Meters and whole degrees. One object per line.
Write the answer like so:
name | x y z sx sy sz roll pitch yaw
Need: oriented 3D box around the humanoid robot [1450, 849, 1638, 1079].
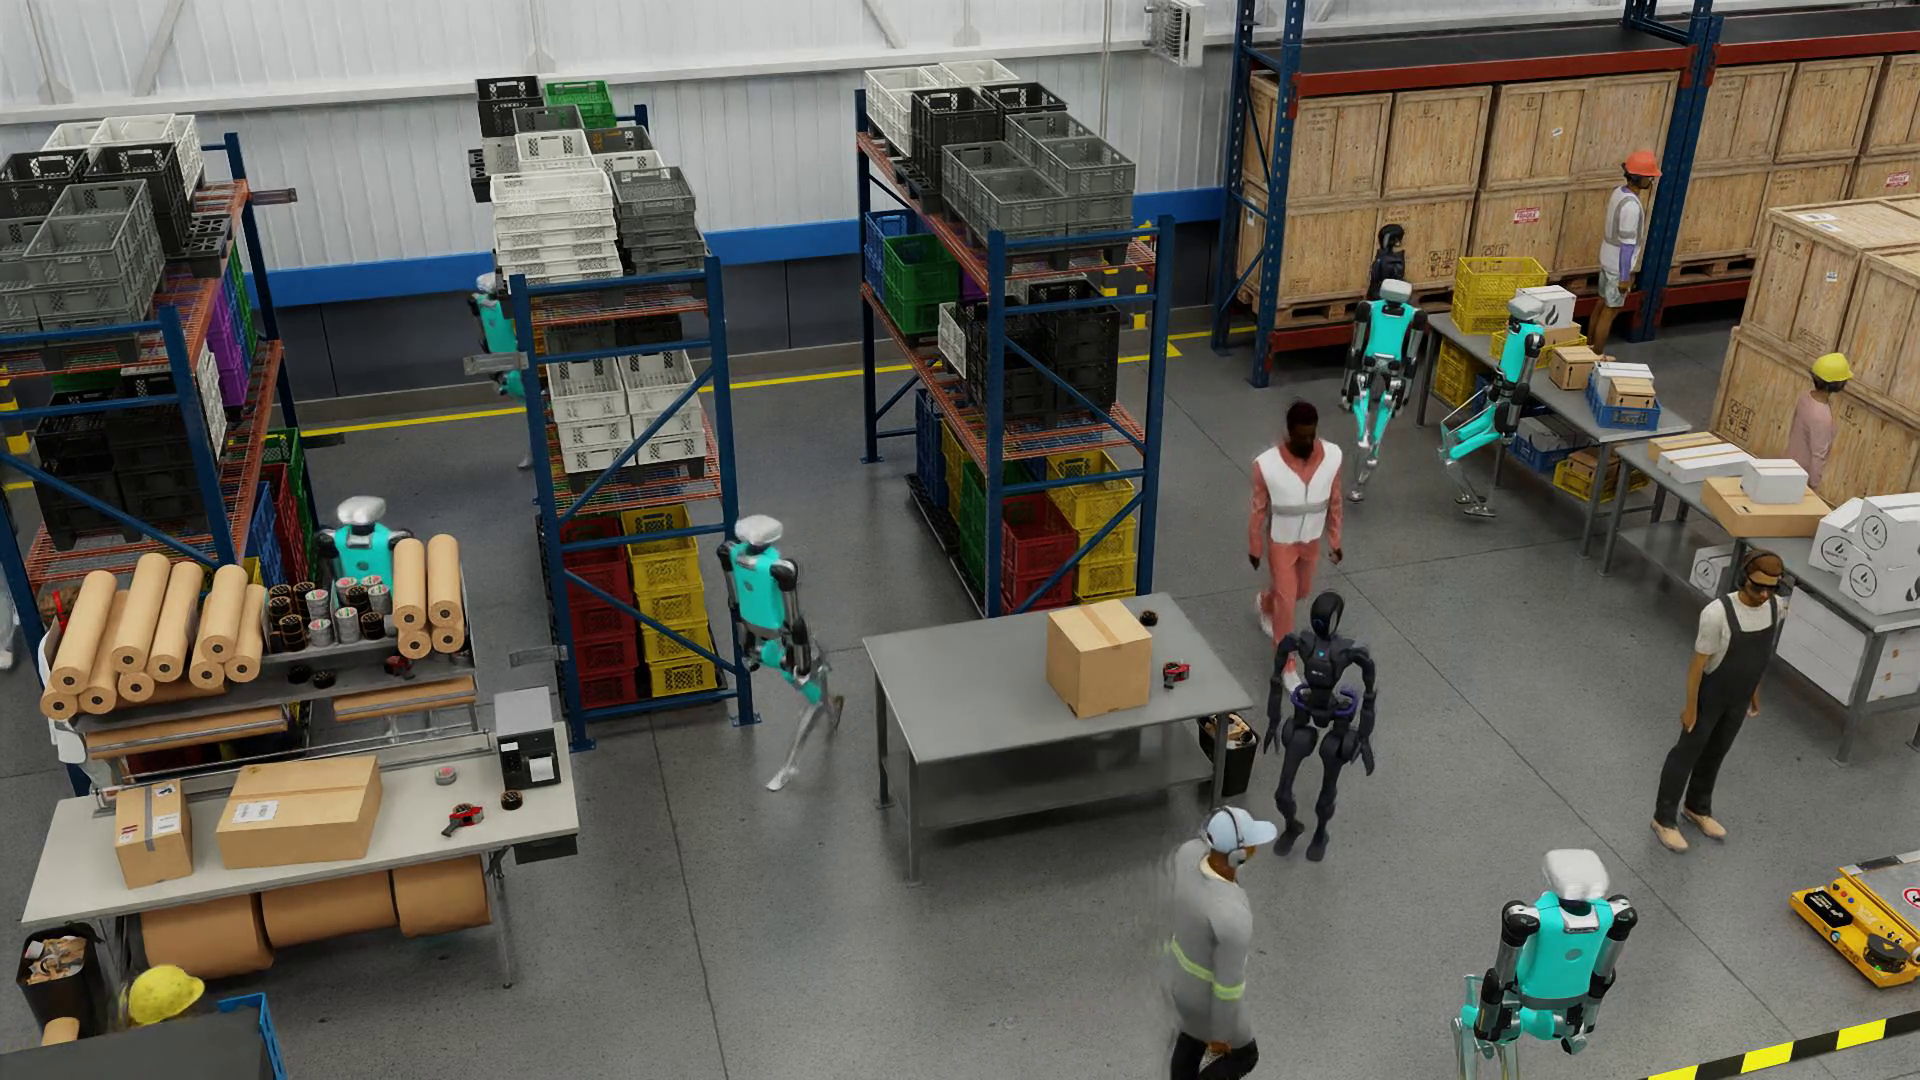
humanoid robot | 2.379 1.889 7.066 0.533 1.671 0.735 -3 29 -5

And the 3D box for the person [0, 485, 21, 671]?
person | -6.390 -0.078 10.715 0.514 1.791 1.050 -10 30 -18

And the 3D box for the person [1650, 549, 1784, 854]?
person | 4.119 0.853 8.975 0.504 1.842 0.347 -10 30 -18

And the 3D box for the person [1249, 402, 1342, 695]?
person | 2.091 -0.030 10.529 0.589 1.891 0.851 -9 30 -16

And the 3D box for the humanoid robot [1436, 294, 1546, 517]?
humanoid robot | 3.840 -0.985 12.289 0.735 1.678 0.533 1 29 1

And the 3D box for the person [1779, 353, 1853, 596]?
person | 5.797 -0.455 11.429 0.295 1.772 0.532 5 29 8

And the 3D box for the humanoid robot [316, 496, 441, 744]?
humanoid robot | -3.331 0.441 9.784 0.551 1.738 0.717 0 29 0

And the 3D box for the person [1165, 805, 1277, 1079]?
person | 1.076 1.888 7.093 0.445 1.841 0.588 -10 30 -17

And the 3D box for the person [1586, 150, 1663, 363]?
person | 5.880 -2.454 14.786 0.371 2.042 0.613 4 29 7

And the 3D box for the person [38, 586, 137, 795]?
person | -4.450 1.064 8.587 0.390 1.846 0.565 -21 35 -33

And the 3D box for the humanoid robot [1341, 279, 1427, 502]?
humanoid robot | 3.152 -1.024 12.533 0.567 1.758 1.033 6 29 11

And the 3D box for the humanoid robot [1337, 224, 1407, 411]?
humanoid robot | 3.555 -1.894 14.161 0.690 1.633 0.589 -5 29 -10

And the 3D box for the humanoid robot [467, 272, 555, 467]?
humanoid robot | -3.349 -1.289 13.036 0.532 1.823 0.782 15 32 25

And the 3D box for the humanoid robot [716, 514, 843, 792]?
humanoid robot | -0.898 0.542 9.679 0.552 1.779 0.947 19 34 31

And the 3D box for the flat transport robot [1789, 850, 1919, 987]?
flat transport robot | 5.163 1.916 8.676 1.431 0.231 0.659 -8 30 -14

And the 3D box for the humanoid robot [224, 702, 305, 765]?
humanoid robot | -3.764 0.985 8.949 0.614 1.641 0.576 17 33 27

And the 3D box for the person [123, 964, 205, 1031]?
person | -2.984 2.334 6.399 0.490 1.718 0.651 21 35 33

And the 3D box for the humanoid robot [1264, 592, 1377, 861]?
humanoid robot | 1.927 1.013 8.856 0.611 1.651 0.360 13 31 22
